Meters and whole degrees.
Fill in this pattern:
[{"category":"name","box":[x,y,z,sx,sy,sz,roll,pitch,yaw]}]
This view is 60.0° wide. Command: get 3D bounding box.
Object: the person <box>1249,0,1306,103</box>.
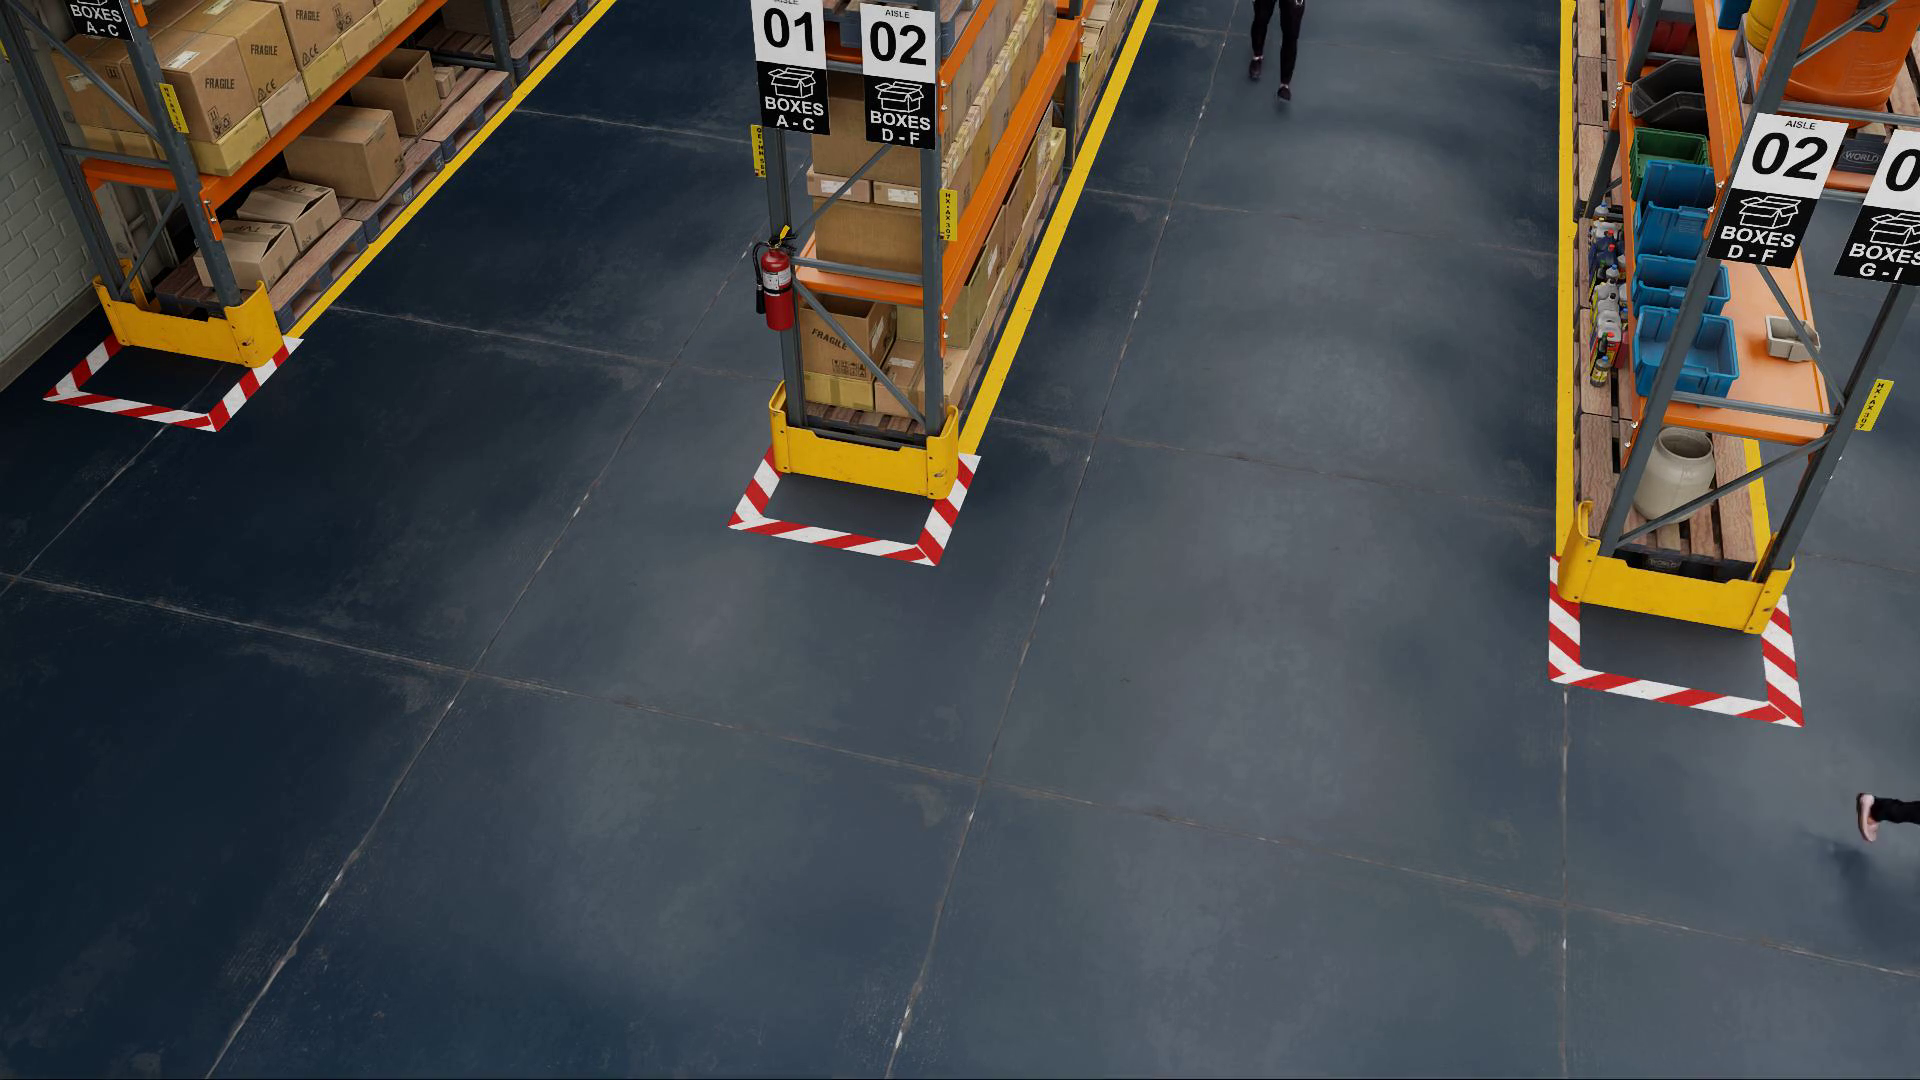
[{"category":"person","box":[2.661,-4.672,13.936,0.844,1.788,1.204,4,43,4]}]
